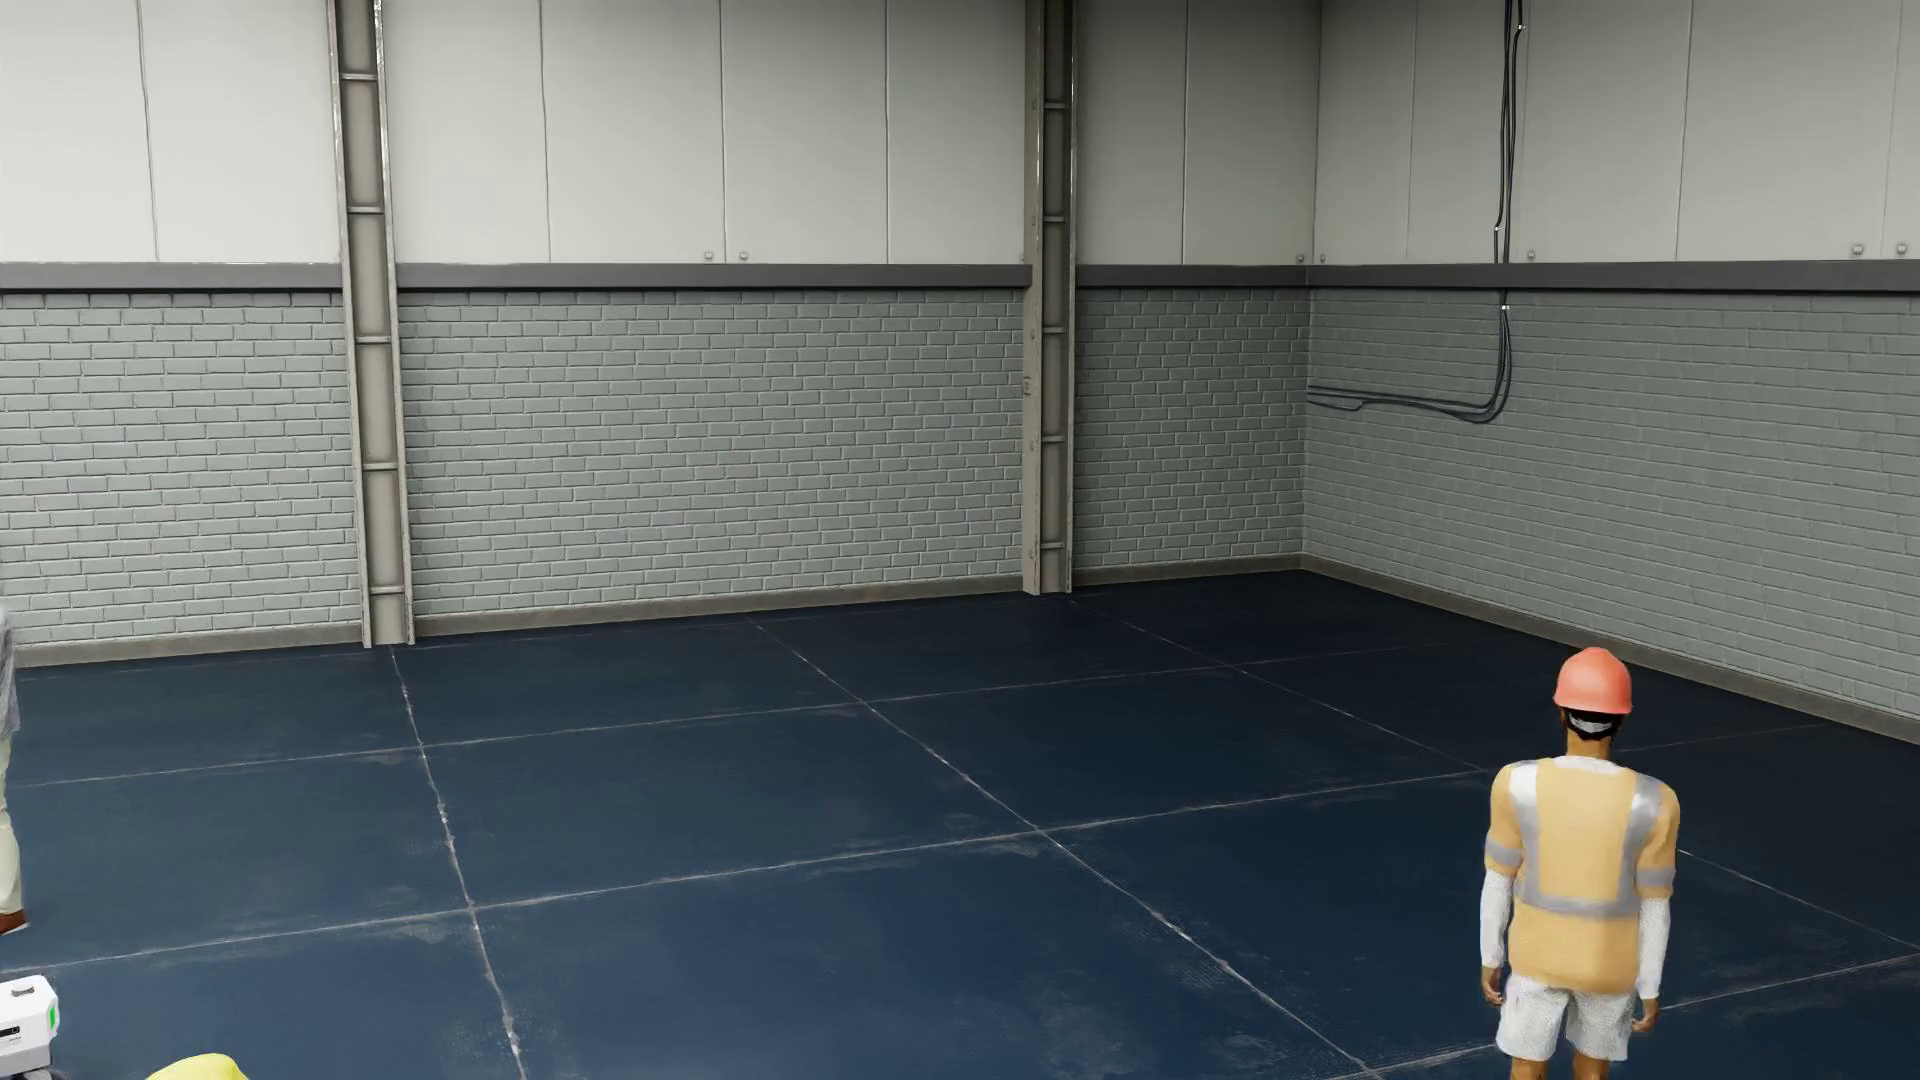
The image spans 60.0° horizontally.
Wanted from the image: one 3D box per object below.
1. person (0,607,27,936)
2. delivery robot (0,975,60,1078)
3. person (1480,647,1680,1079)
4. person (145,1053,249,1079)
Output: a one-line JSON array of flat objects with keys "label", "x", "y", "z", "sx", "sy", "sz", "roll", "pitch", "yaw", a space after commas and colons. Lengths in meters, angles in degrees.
[{"label": "person", "x": -4.501, "y": 0.910, "z": 7.570, "sx": 0.530, "sy": 1.867, "sz": 0.387, "roll": 7, "pitch": 12, "yaw": 38}, {"label": "delivery robot", "x": -3.623, "y": 1.774, "z": 5.932, "sx": 0.707, "sy": 0.478, "sz": 0.477, "roll": -7, "pitch": 12, "yaw": -39}, {"label": "person", "x": 1.854, "y": 1.287, "z": 5.048, "sx": 0.549, "sy": 1.918, "sz": 0.744, "roll": 4, "pitch": 10, "yaw": 23}, {"label": "person", "x": -1.326, "y": 1.718, "z": 2.824, "sx": 0.446, "sy": 1.749, "sz": 0.539, "roll": -7, "pitch": 12, "yaw": -39}]
